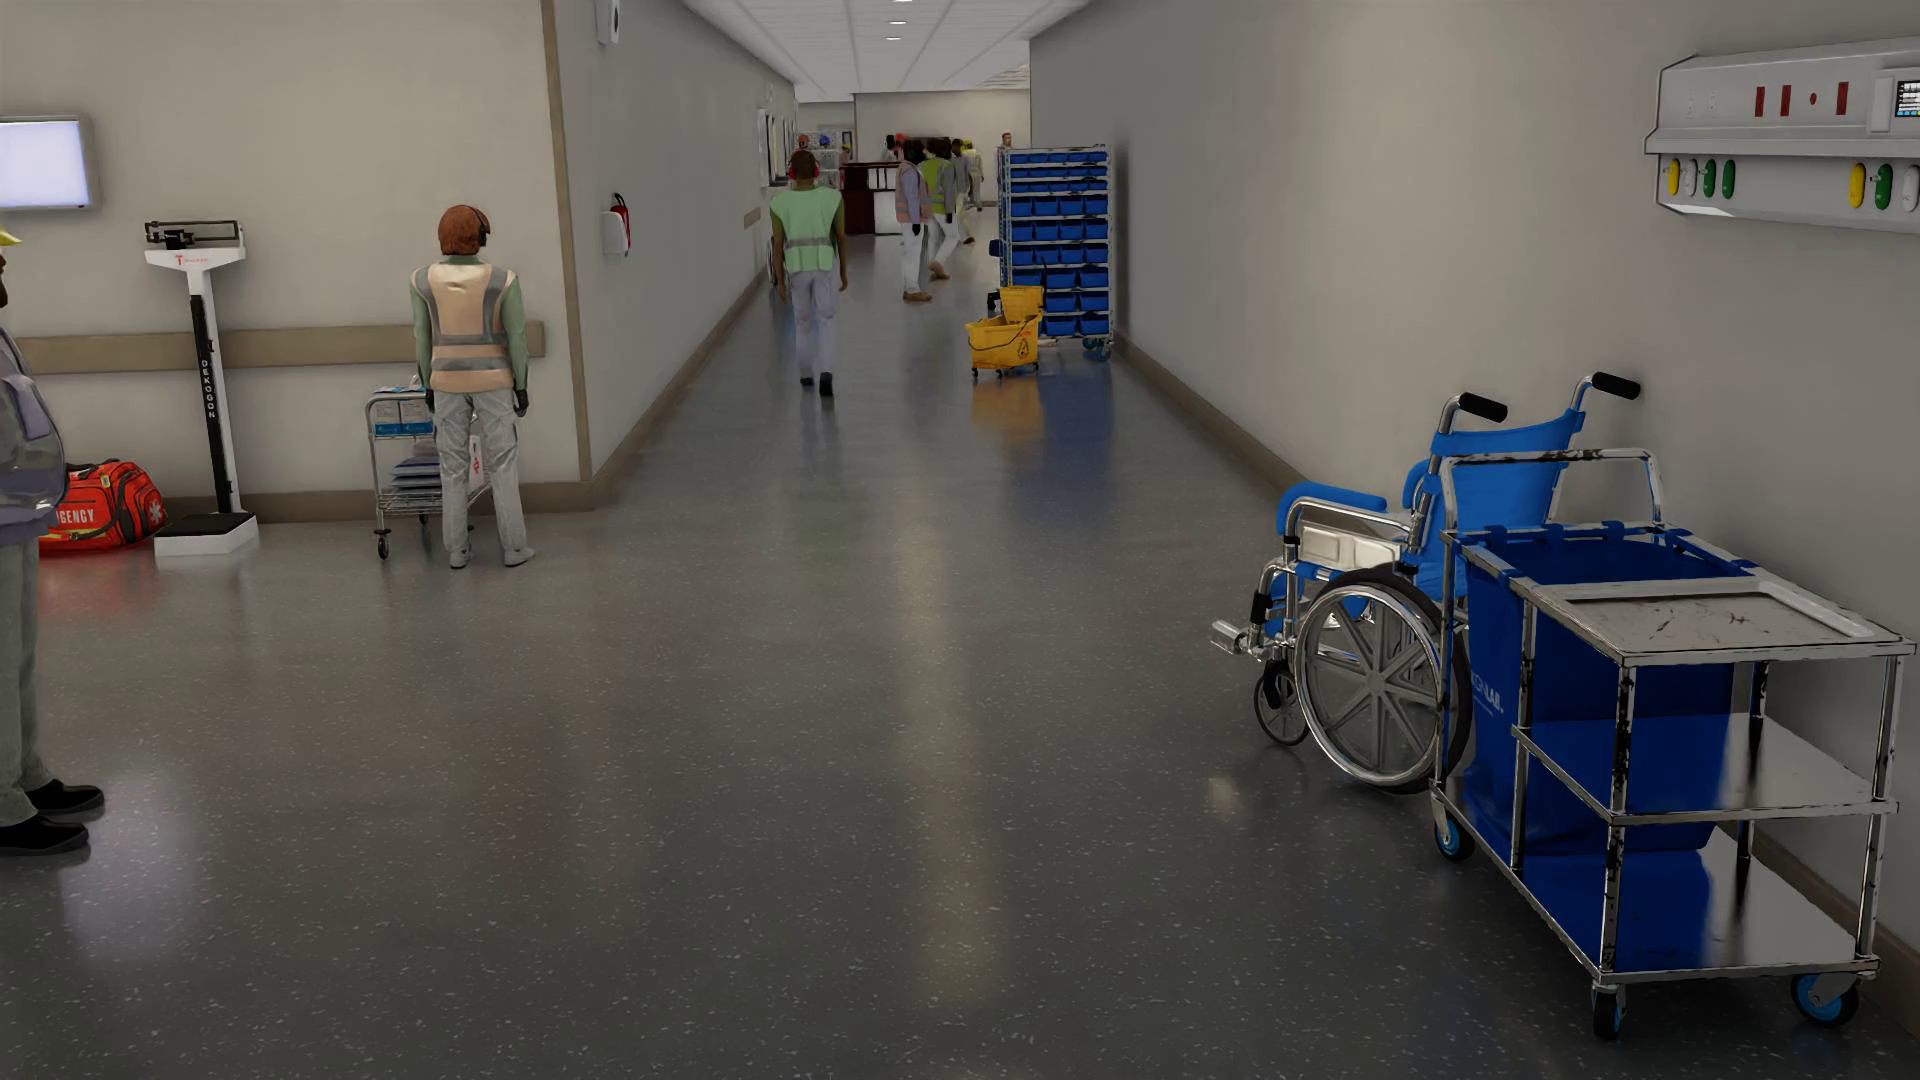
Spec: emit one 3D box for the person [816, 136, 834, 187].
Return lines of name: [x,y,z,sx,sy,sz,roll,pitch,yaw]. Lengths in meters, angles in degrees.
person: [-3.062,-8.220,37.918,0.380,1.951,0.603,-9,16,-28]

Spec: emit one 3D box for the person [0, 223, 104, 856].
person: [-2.645,-0.052,4.547,0.403,1.830,0.601,-6,14,-17]

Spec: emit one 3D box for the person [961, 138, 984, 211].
person: [0.271,-9.070,41.358,0.661,1.790,0.514,-1,14,2]

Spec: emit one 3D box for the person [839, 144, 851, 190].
person: [-3.381,-10.550,48.012,0.327,1.722,0.653,6,16,30]

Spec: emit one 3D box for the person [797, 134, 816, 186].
person: [-3.420,-8.002,36.967,0.387,1.992,0.626,-12,17,-36]

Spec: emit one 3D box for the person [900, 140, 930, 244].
person: [-0.782,-6.150,29.420,0.608,1.814,0.578,-11,16,-33]

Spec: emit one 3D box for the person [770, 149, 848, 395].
person: [-1.119,-2.005,12.451,0.560,1.812,0.941,-2,14,-3]

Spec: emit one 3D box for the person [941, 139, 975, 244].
person: [-0.053,-5.995,28.714,0.517,1.813,0.960,11,19,42]

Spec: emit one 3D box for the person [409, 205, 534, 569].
person: [-2.176,-0.671,7.459,0.511,1.631,0.310,-2,14,0]

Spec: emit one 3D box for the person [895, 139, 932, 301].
person: [-0.529,-3.696,19.254,0.429,1.841,0.634,-4,14,-8]

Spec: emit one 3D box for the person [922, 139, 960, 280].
person: [-0.255,-4.310,21.771,0.446,1.828,0.645,-13,17,-38]

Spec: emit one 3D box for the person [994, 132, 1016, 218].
person: [1.073,-8.216,37.506,0.402,1.906,0.652,11,19,42]
